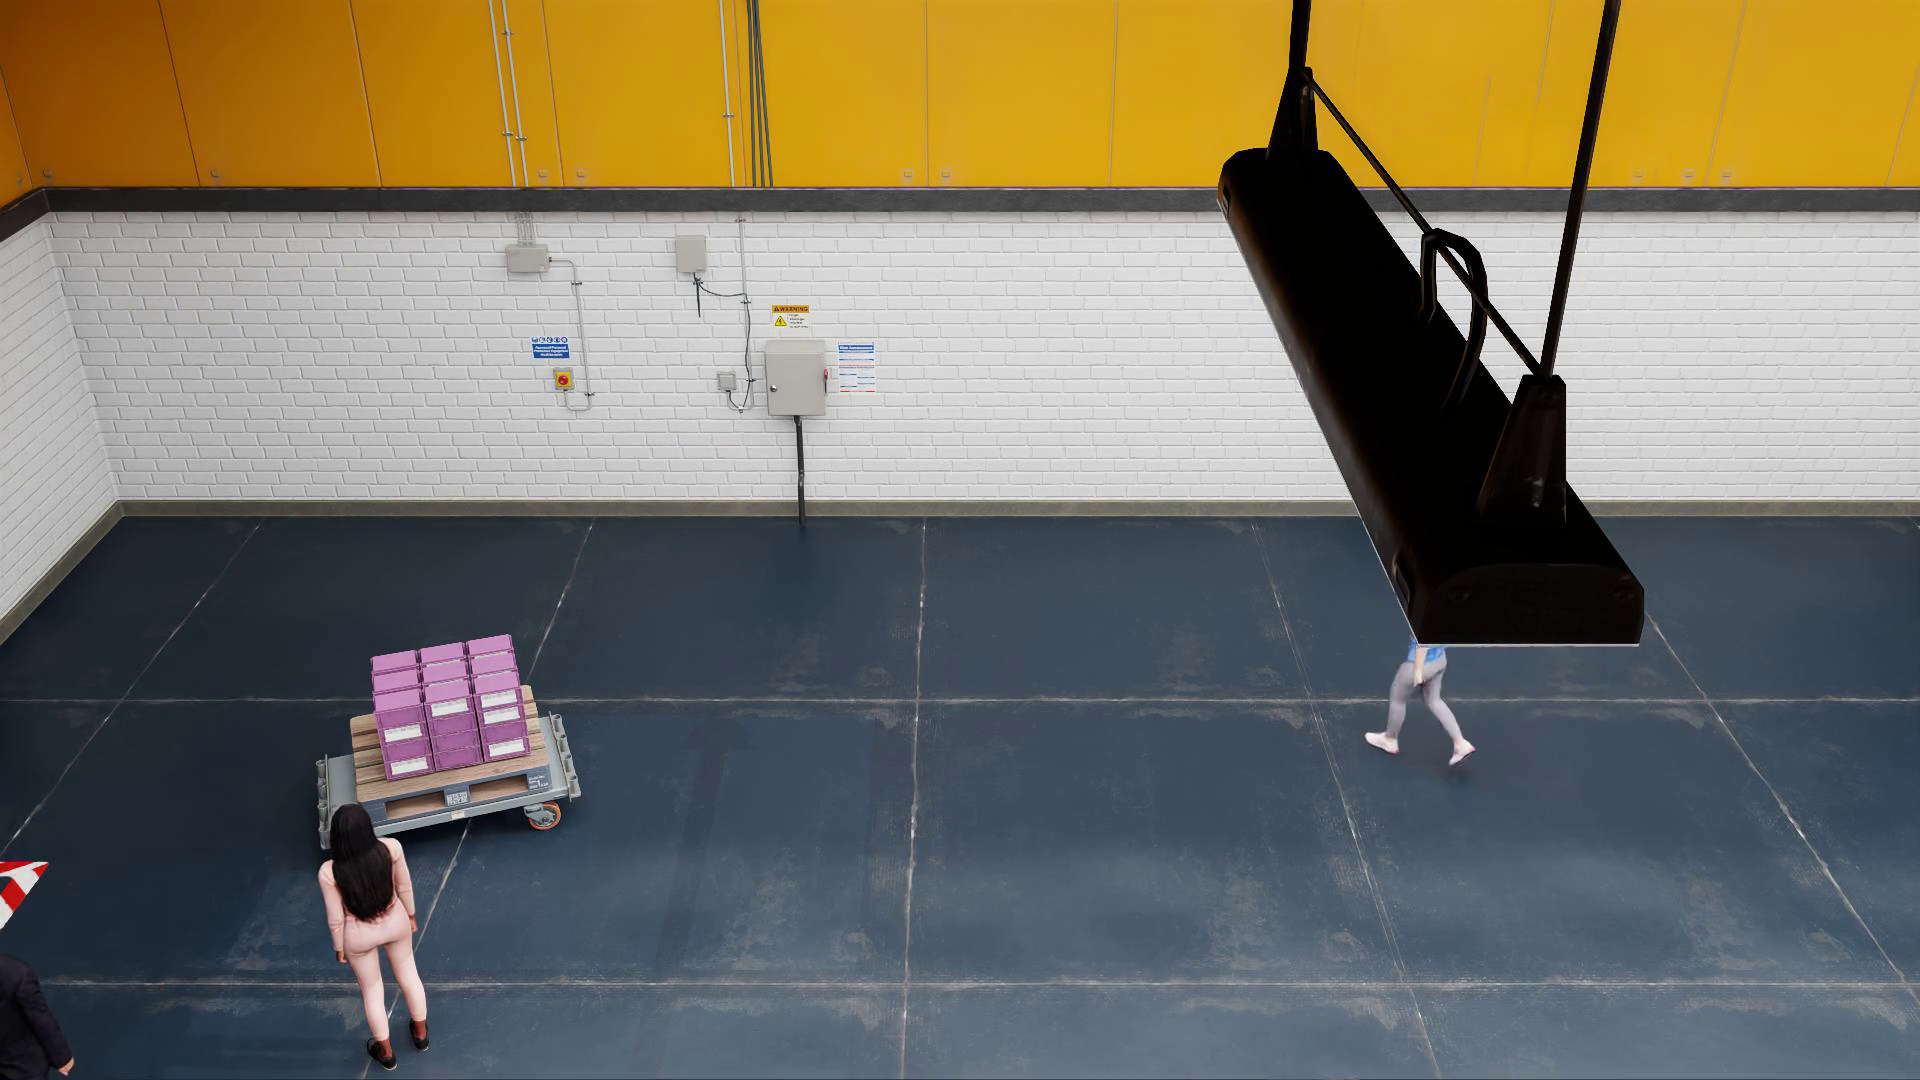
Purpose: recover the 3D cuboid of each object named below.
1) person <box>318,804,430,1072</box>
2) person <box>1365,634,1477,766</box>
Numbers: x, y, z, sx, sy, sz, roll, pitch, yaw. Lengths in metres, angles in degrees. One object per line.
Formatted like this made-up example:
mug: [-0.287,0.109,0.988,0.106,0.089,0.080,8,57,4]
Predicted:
person: [-3.167,2.136,9.026,0.699,1.721,0.732,-20,35,-32]
person: [3.275,0.872,11.482,0.972,1.586,1.041,-25,37,-38]
